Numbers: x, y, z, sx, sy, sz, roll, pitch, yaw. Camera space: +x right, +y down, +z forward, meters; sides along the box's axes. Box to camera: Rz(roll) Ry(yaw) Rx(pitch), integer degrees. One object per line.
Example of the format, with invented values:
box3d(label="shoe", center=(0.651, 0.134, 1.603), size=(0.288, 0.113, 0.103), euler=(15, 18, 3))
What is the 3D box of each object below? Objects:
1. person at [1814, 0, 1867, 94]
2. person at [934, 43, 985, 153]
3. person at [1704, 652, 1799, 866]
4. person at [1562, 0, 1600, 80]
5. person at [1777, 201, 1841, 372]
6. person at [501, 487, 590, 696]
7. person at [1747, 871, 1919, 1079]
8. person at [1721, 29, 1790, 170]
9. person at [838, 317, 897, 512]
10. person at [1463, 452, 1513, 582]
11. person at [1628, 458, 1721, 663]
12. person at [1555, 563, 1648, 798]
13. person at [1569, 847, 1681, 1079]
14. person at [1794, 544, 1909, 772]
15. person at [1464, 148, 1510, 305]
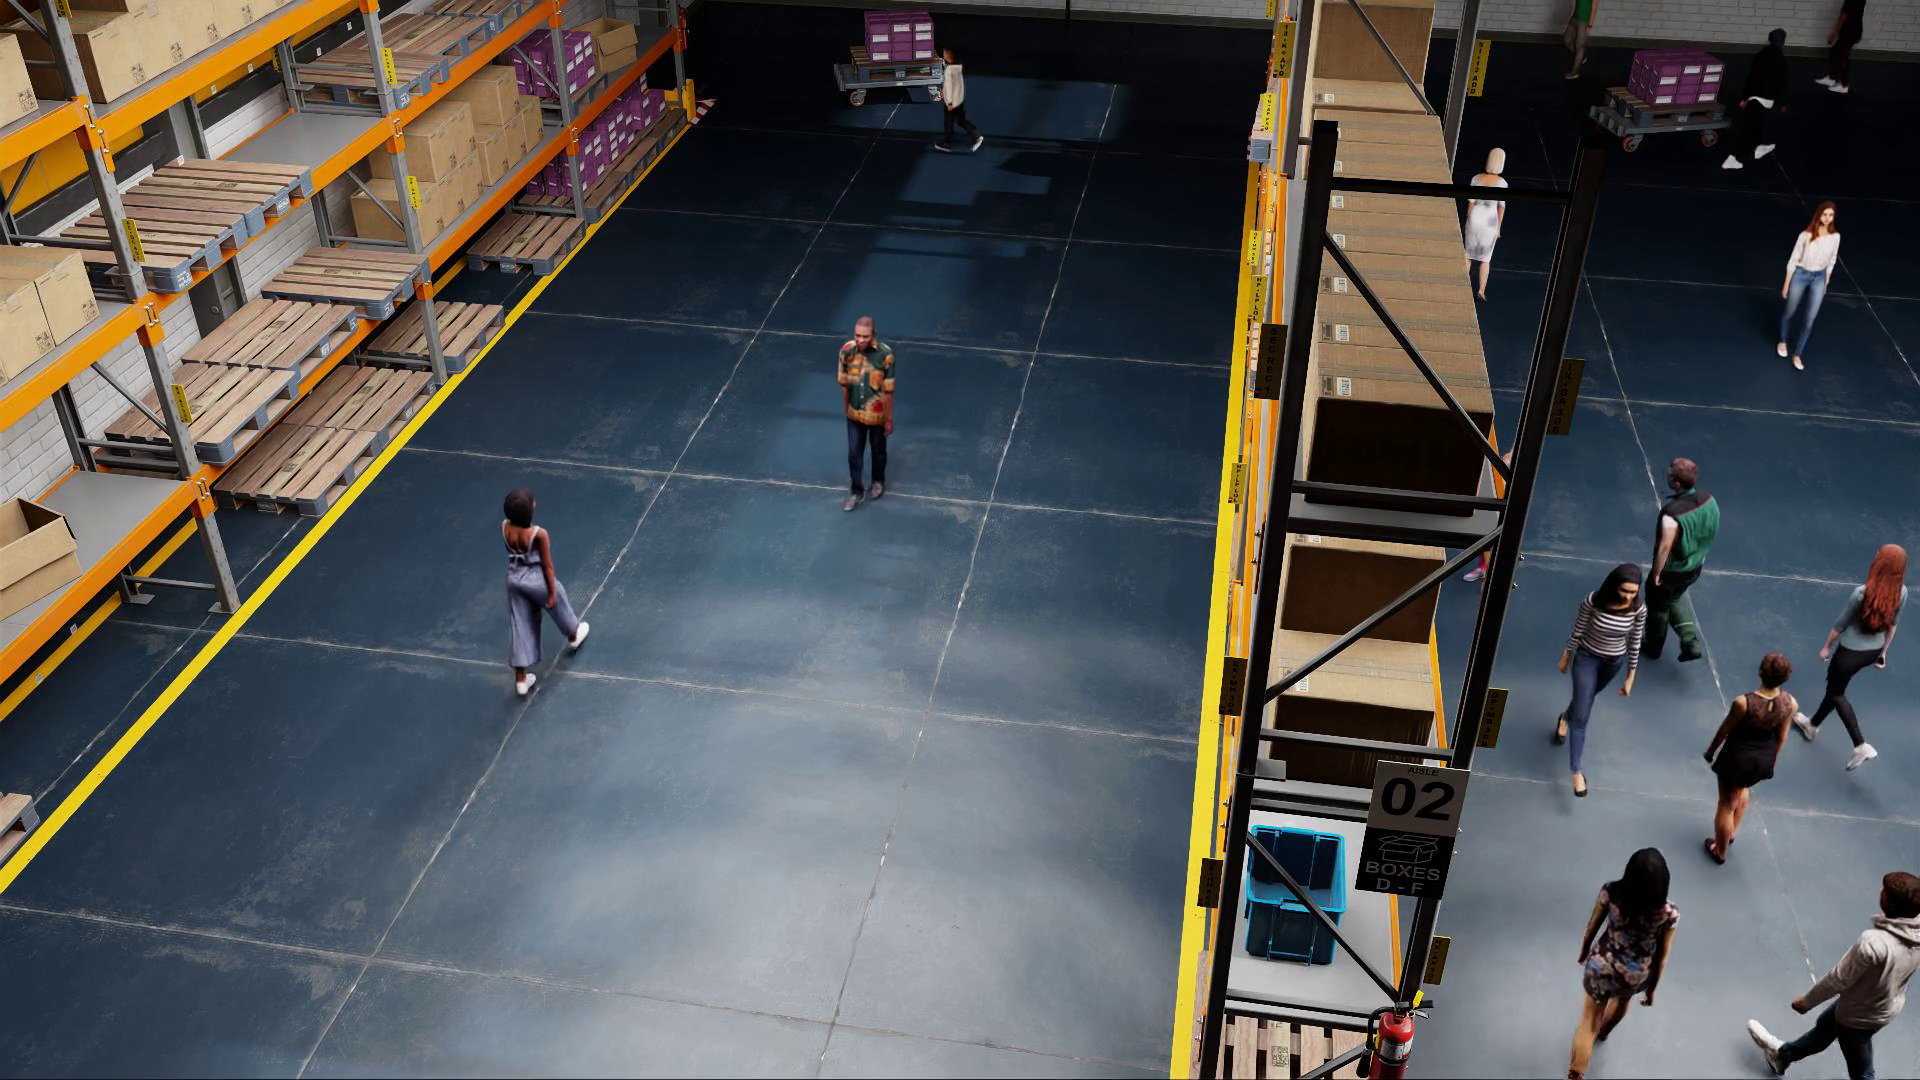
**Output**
box3d(label="person", center=(12.825, -7.292, 23.908), size=(0.852, 1.739, 0.928), euler=(-24, 41, -32))
box3d(label="person", center=(-0.008, -5.809, 21.950), size=(0.768, 1.435, 0.896), euler=(13, 36, 19))
box3d(label="person", center=(5.126, 1.470, 10.791), size=(0.626, 1.665, 0.665), euler=(-2, 34, -3))
box3d(label="person", center=(9.242, -7.658, 24.546), size=(0.840, 1.640, 0.782), euler=(-16, 37, -23))
box3d(label="person", center=(8.622, -2.662, 16.968), size=(0.656, 1.710, 0.885), euler=(9, 35, 13))
box3d(label="person", center=(-3.238, 0.402, 12.414), size=(0.659, 1.648, 1.130), euler=(9, 35, 13))
box3d(label="person", center=(4.953, 2.604, 8.955), size=(1.167, 1.811, 1.234), euler=(-21, 39, -29))
box3d(label="person", center=(10.211, -5.616, 21.359), size=(1.148, 1.768, 1.251), euler=(-11, 35, -16))
box3d(label="person", center=(-0.772, -1.182, 14.670), size=(0.697, 1.788, 0.830), euler=(7, 34, 10))
box3d(label="person", center=(4.424, -0.173, 13.620), size=(0.636, 1.271, 0.577), euler=(-21, 39, -29))
box3d(label="person", center=(5.445, 0.230, 12.526), size=(0.963, 1.810, 1.036), euler=(-13, 36, -19))
box3d(label="person", center=(4.449, 0.853, 11.657), size=(0.638, 1.735, 1.176), euler=(5, 34, 7))
box3d(label="person", center=(3.636, 2.468, 9.273), size=(0.838, 1.685, 1.222), euler=(16, 37, 23))
box3d(label="person", center=(6.337, 0.854, 11.672), size=(0.837, 1.717, 1.111), euler=(-6, 34, -9))
box3d(label="person", center=(5.680, -3.411, 18.057), size=(0.627, 1.752, 0.618), euler=(19, 38, 26))
